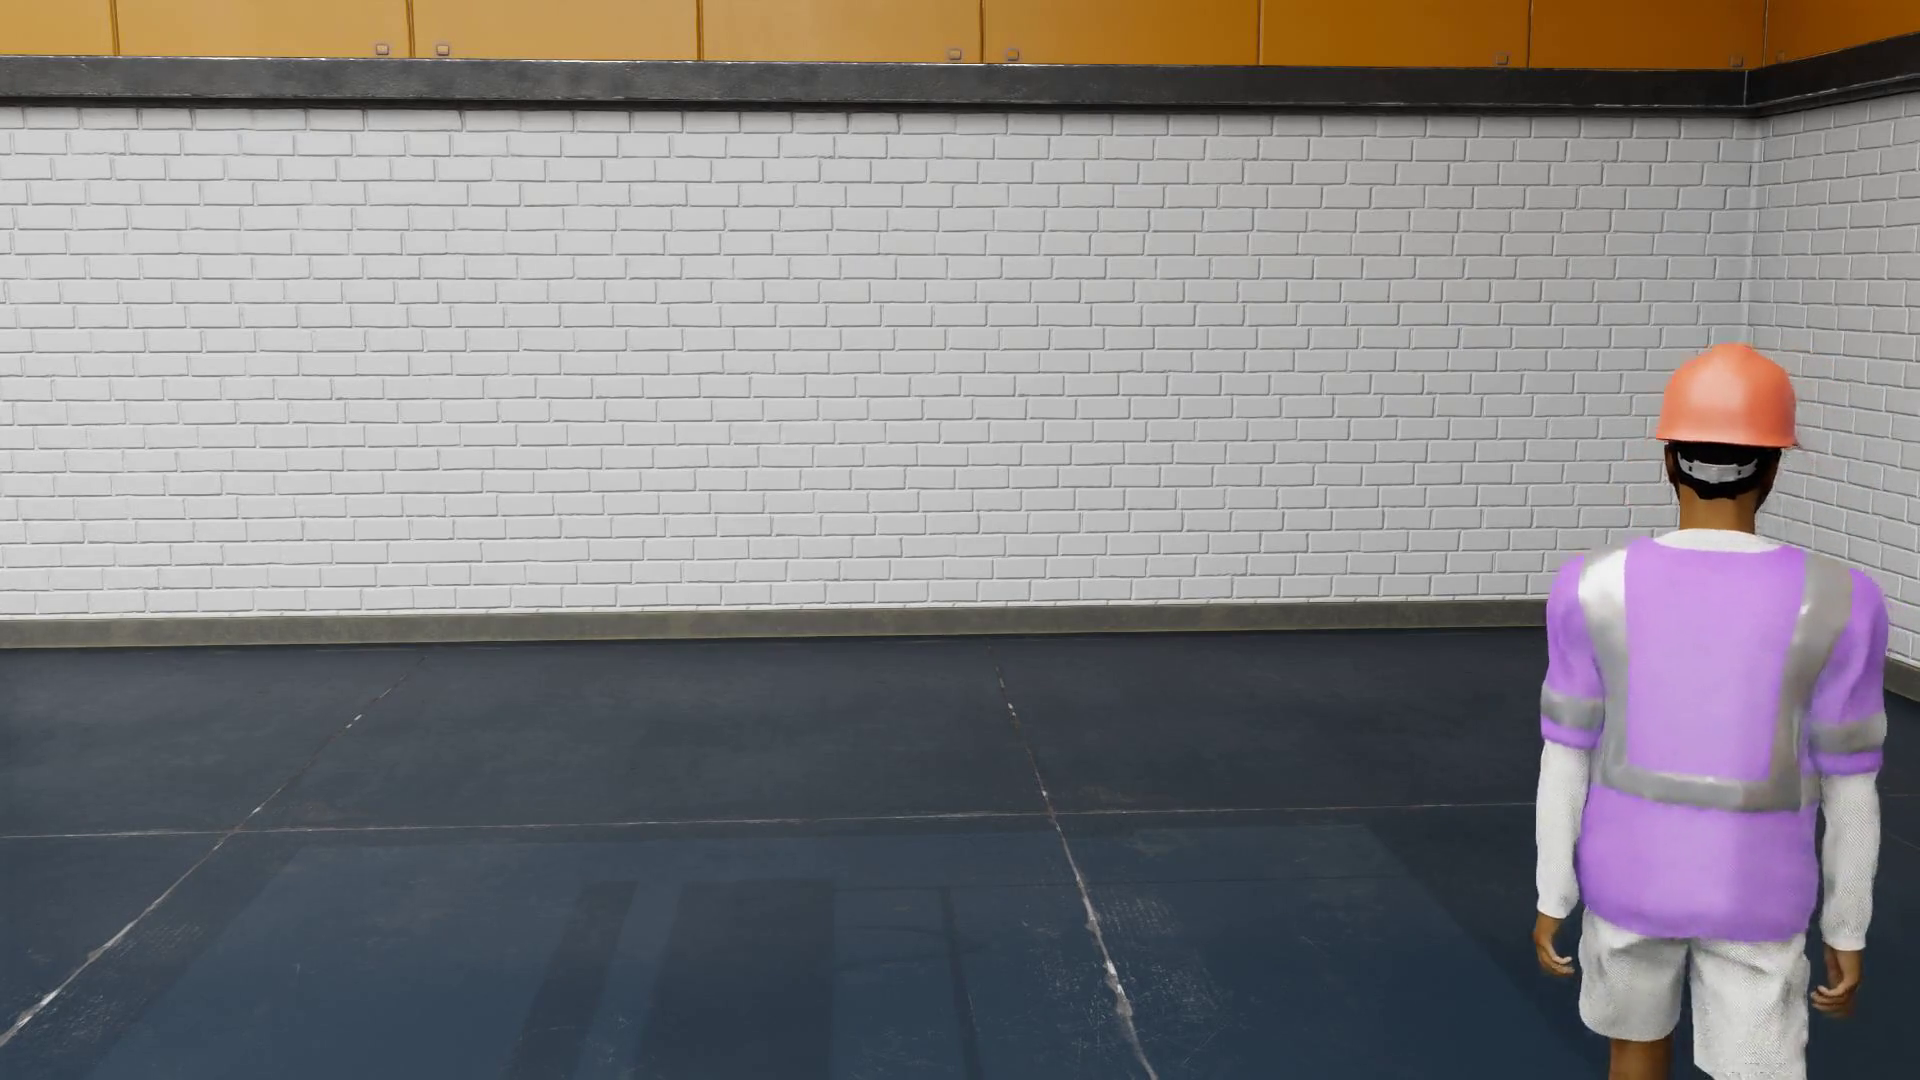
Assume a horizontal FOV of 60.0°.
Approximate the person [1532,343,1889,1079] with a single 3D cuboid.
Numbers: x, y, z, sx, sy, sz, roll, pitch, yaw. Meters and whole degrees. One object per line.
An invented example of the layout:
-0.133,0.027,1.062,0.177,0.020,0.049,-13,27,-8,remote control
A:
1.291,0.614,2.922,0.559,1.912,0.864,5,10,26,person
